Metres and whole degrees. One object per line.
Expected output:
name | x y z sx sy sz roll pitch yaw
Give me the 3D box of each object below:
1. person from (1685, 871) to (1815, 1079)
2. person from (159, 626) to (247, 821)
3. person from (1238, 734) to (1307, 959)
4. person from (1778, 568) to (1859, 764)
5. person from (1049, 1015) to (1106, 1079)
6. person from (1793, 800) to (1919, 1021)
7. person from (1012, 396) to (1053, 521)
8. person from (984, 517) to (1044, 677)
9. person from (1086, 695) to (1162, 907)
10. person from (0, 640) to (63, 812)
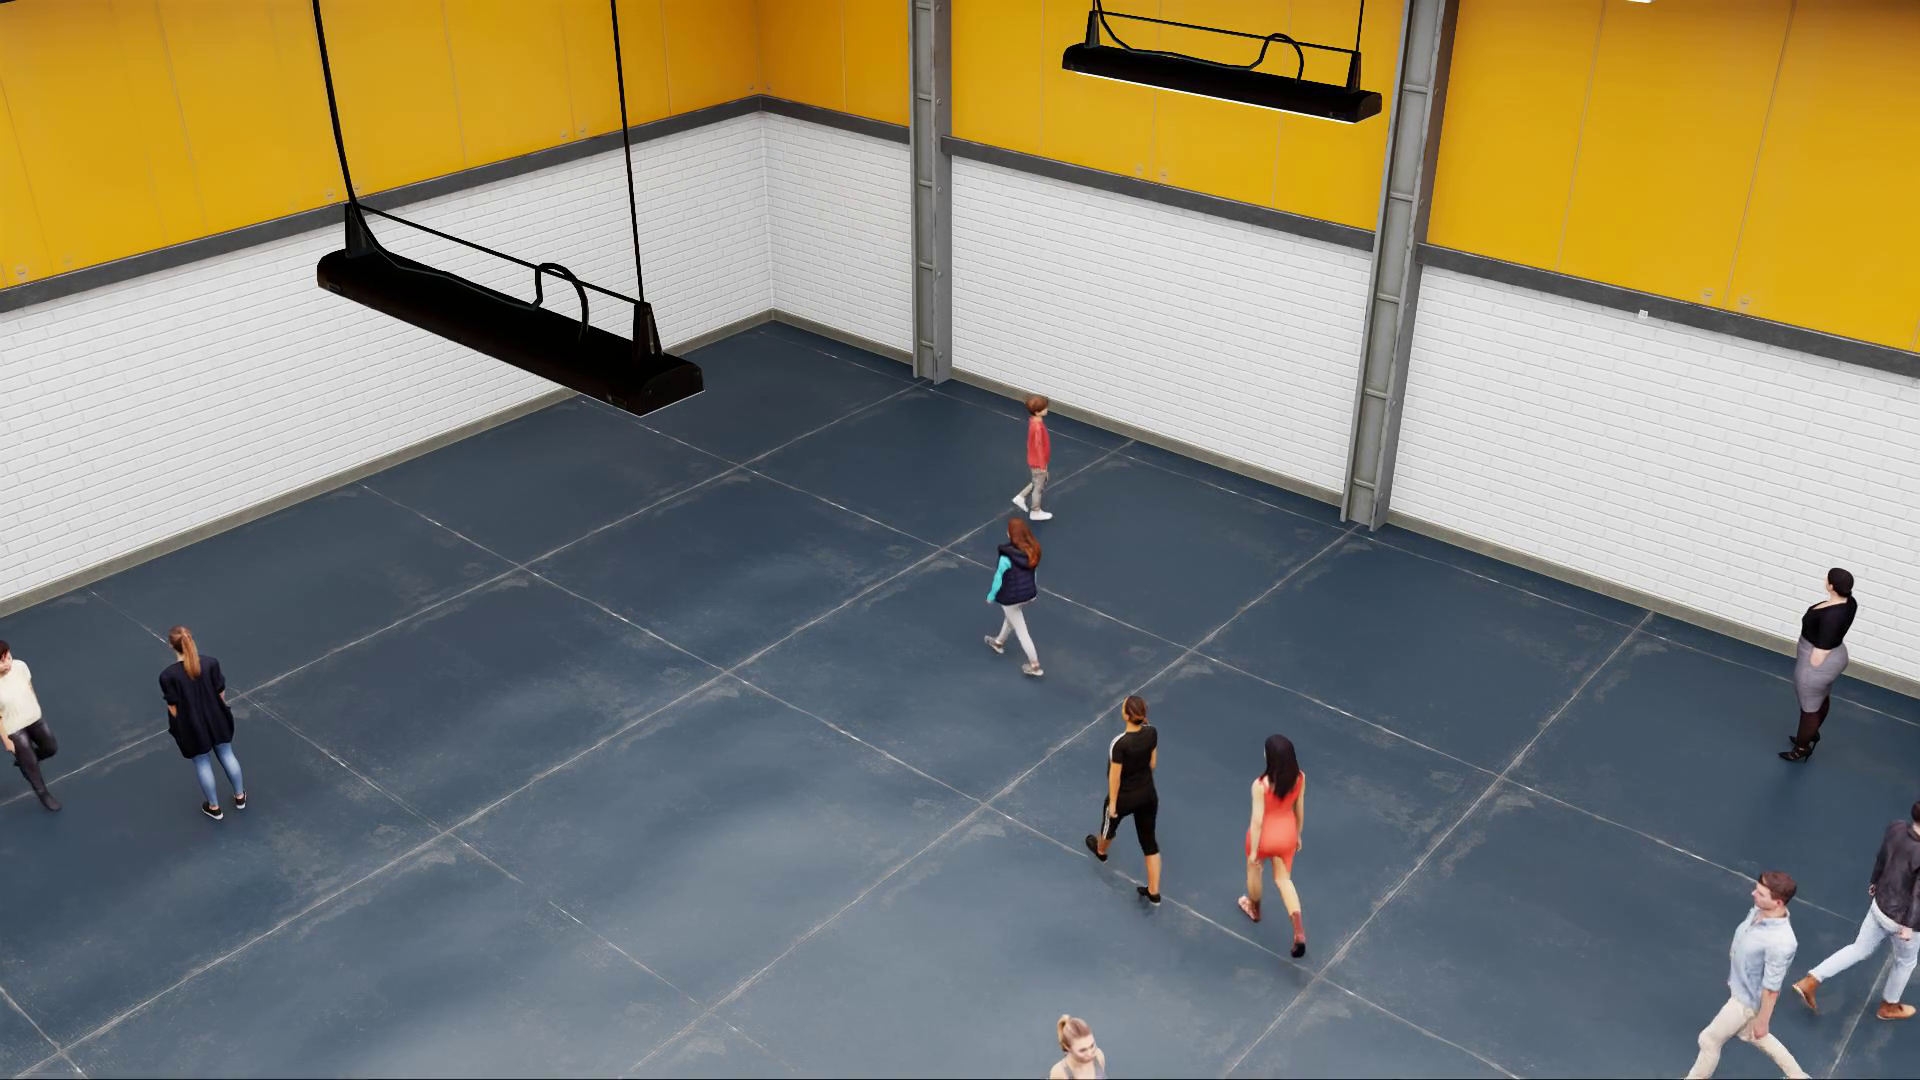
person | 4.925 2.785 10.151 1.267 1.809 0.996 7 29 12
person | -5.843 1.398 12.825 0.668 1.684 0.609 -22 36 -35
person | 2.200 2.123 11.484 0.925 1.695 1.133 -10 30 -18
person | 6.983 1.012 13.456 0.621 1.757 0.661 24 37 37
person | 0.603 3.298 9.338 0.660 1.688 0.900 -22 35 -34
person | 6.002 2.425 10.811 1.172 1.809 1.114 -3 29 -5
person | 0.740 -0.837 17.214 0.760 1.405 0.696 -1 29 -2
person | 0.539 0.526 14.655 0.970 1.461 0.569 23 36 36
person | 1.288 1.888 11.987 0.879 1.625 1.193 -15 32 -25
person | -7.330 1.423 12.895 0.814 1.572 0.701 10 30 18
